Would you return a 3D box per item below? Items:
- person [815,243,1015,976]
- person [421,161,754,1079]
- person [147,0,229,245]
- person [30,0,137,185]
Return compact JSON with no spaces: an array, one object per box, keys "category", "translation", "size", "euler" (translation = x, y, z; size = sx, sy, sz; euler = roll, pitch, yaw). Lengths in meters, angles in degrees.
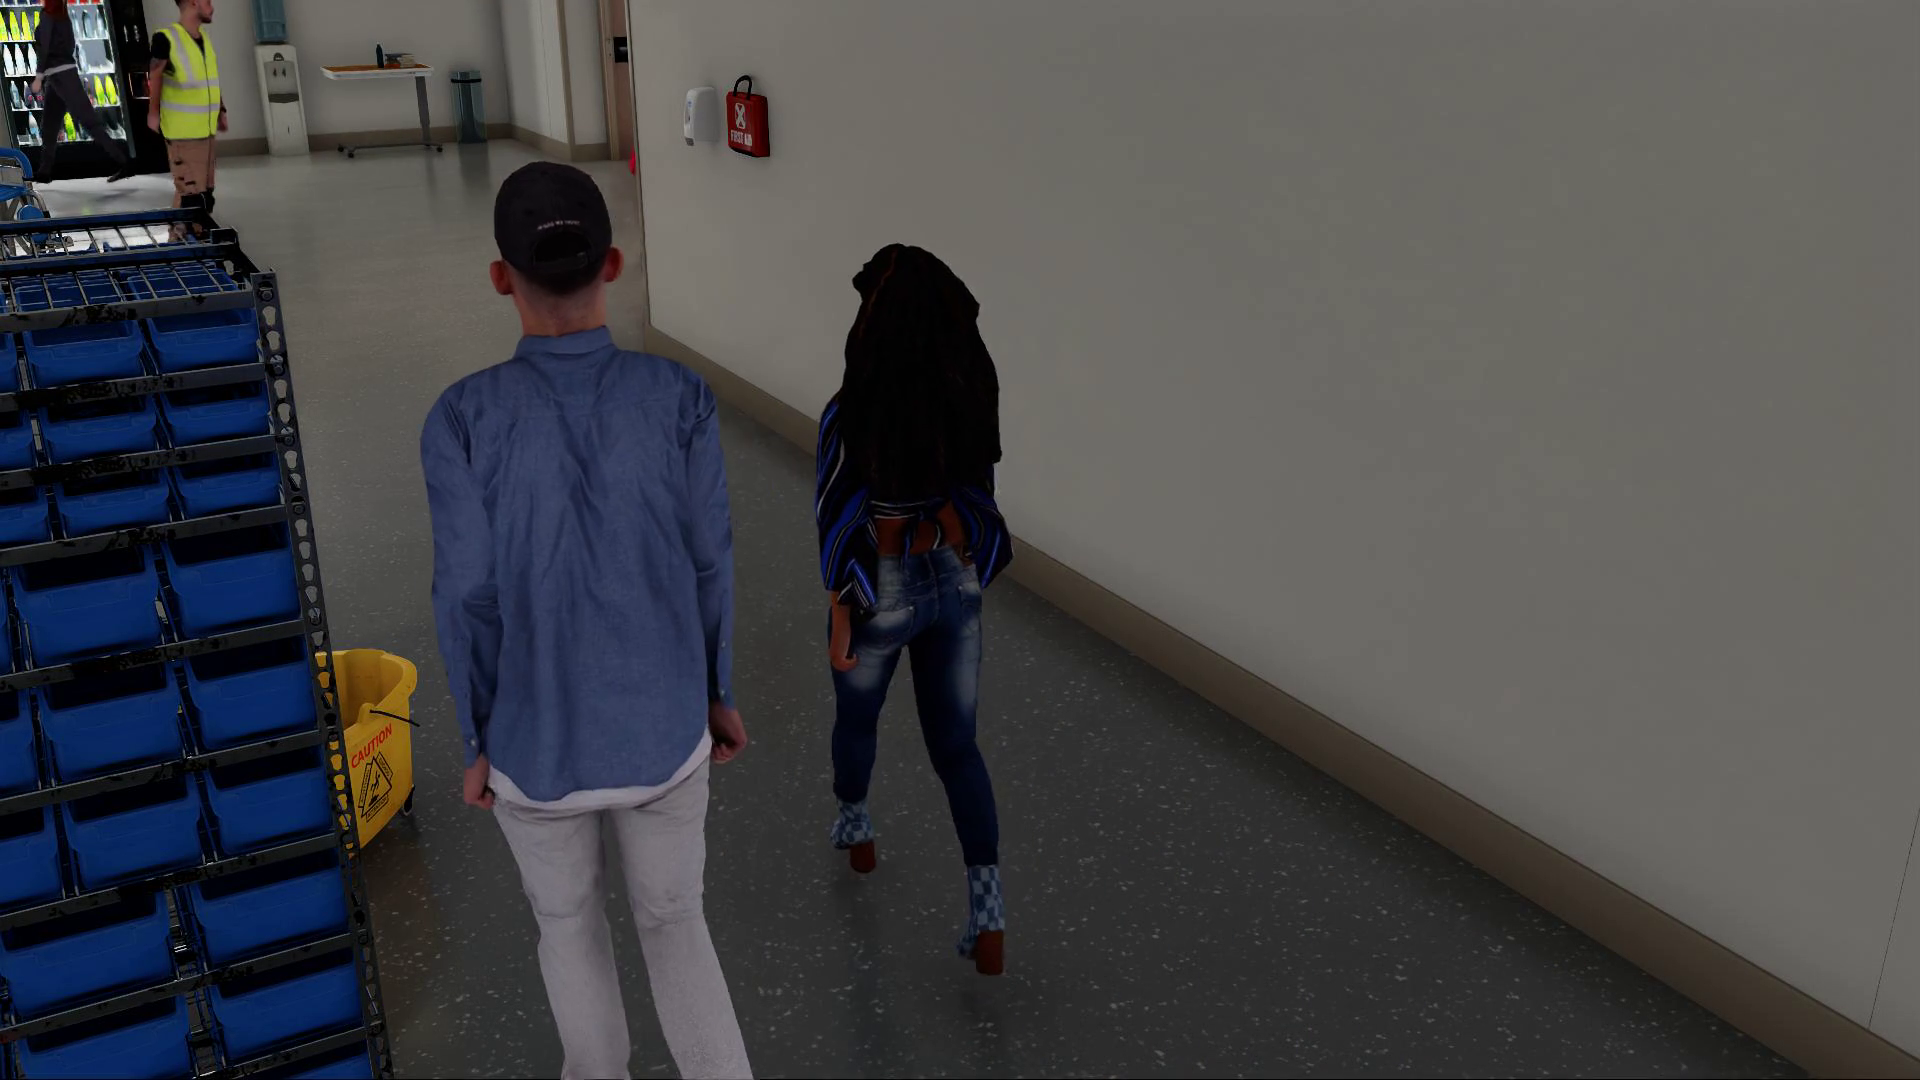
[{"category":"person","translation":[-0.071,0.189,3.600],"size":[1.010,1.579,0.770],"euler":[-9,22,-22]},{"category":"person","translation":[-0.590,0.344,2.782],"size":[0.938,1.868,0.787],"euler":[-9,22,-22]},{"category":"person","translation":[-5.158,-2.742,11.025],"size":[0.932,1.801,0.893],"euler":[7,22,18]},{"category":"person","translation":[-7.454,-3.828,13.997],"size":[1.210,1.727,0.774],"euler":[-6,21,-14]}]
